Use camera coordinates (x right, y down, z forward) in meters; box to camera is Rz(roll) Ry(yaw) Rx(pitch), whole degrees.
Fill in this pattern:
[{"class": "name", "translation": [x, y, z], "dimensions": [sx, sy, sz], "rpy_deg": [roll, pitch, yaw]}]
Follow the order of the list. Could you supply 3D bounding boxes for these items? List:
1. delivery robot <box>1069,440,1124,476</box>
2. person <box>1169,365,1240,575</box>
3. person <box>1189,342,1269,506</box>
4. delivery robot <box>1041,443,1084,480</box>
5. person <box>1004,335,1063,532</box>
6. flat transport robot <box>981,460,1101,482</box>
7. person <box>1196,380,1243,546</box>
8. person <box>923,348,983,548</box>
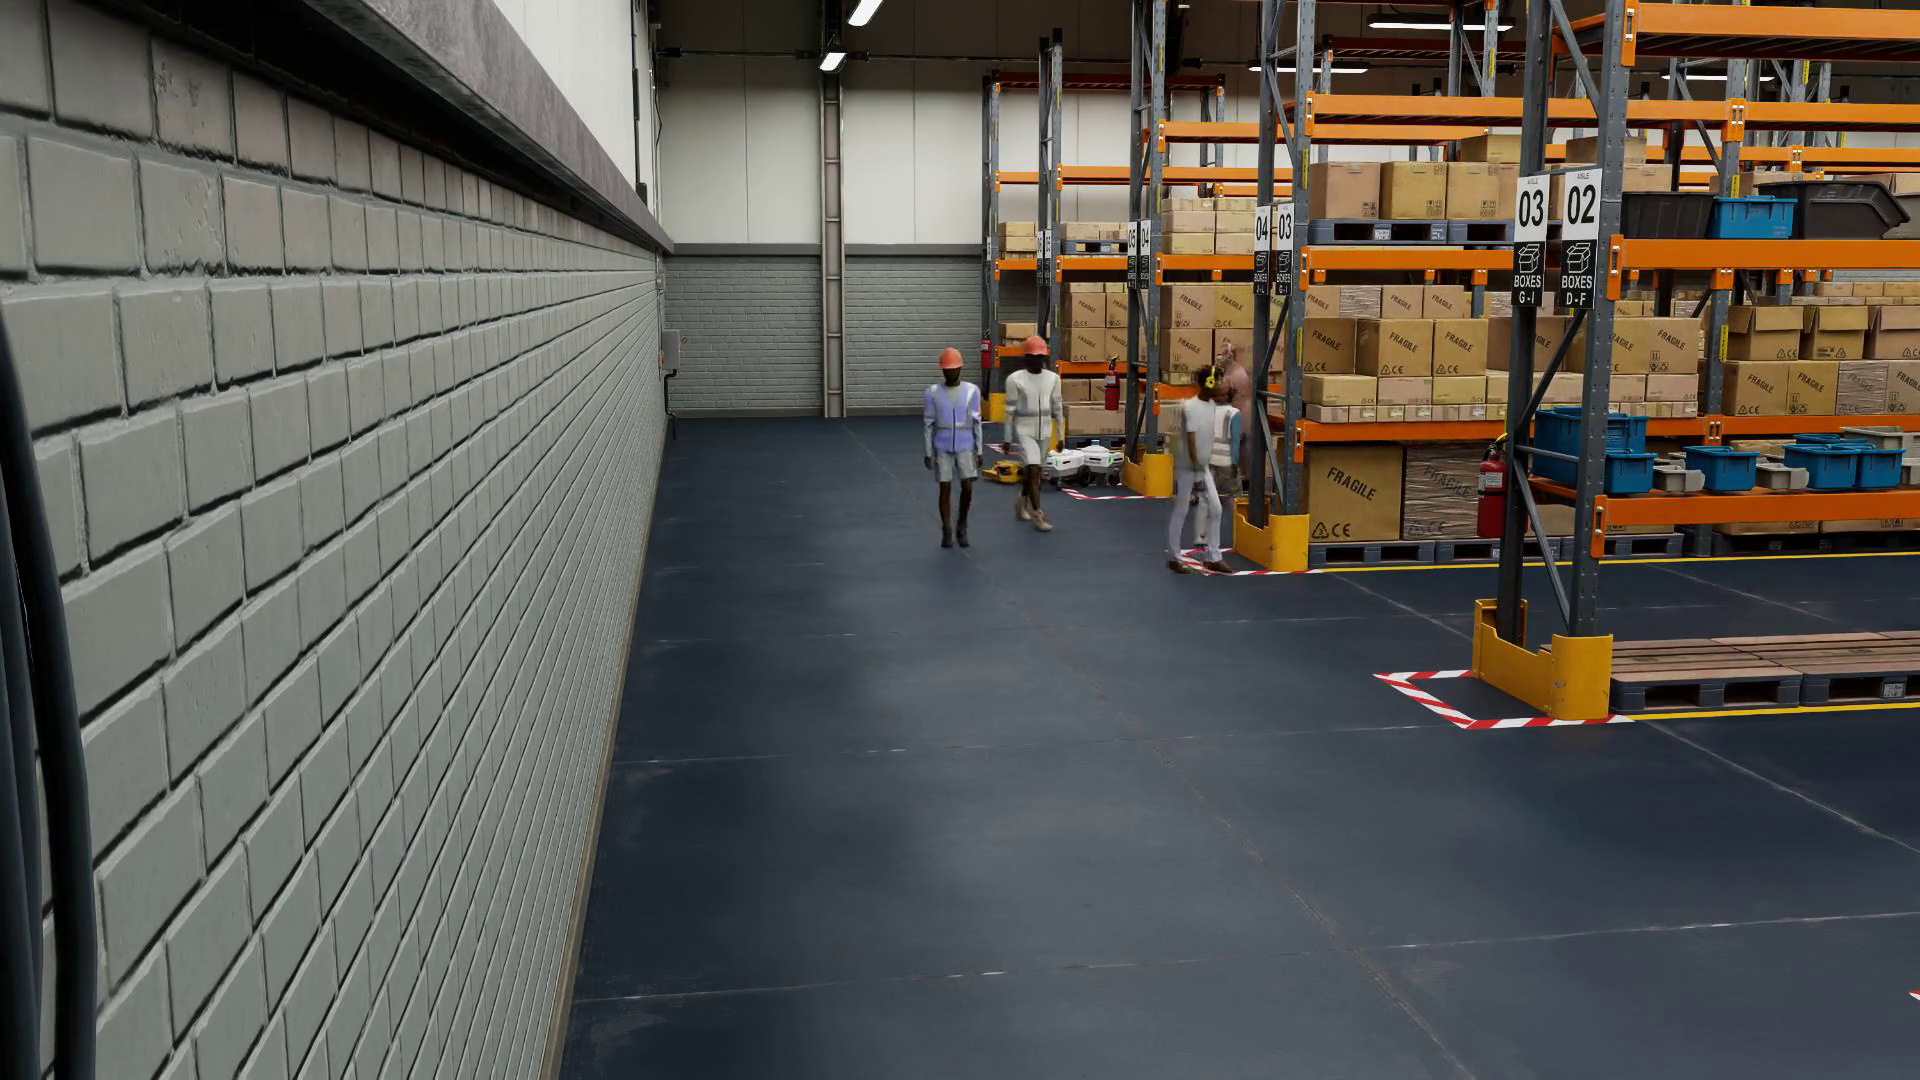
[{"class": "delivery robot", "translation": [1.673, -0.993, 20.553], "dimensions": [0.707, 0.478, 0.477], "rpy_deg": [8, 12, 41]}, {"class": "person", "translation": [2.113, -0.588, 14.388], "dimensions": [0.558, 1.832, 0.771], "rpy_deg": [-9, 13, -43]}, {"class": "person", "translation": [3.056, -1.303, 18.782], "dimensions": [1.019, 1.860, 0.669], "rpy_deg": [0, 9, -1]}, {"class": "delivery robot", "translation": [1.210, -0.937, 20.210], "dimensions": [0.477, 0.478, 0.707], "rpy_deg": [6, 11, 33]}, {"class": "person", "translation": [0.740, -1.124, 17.234], "dimensions": [0.617, 2.005, 1.030], "rpy_deg": [-4, 10, -22]}, {"class": "flat transport robot", "translation": [1.054, -0.901, 21.149], "dimensions": [1.431, 0.197, 0.652], "rpy_deg": [-3, 10, -21]}, {"class": "person", "translation": [2.580, -0.749, 16.101], "dimensions": [0.841, 1.590, 0.540], "rpy_deg": [-8, 12, -39]}, {"class": "person", "translation": [-0.061, -0.863, 15.831], "dimensions": [0.587, 1.920, 0.526], "rpy_deg": [-1, 9, -3]}]
